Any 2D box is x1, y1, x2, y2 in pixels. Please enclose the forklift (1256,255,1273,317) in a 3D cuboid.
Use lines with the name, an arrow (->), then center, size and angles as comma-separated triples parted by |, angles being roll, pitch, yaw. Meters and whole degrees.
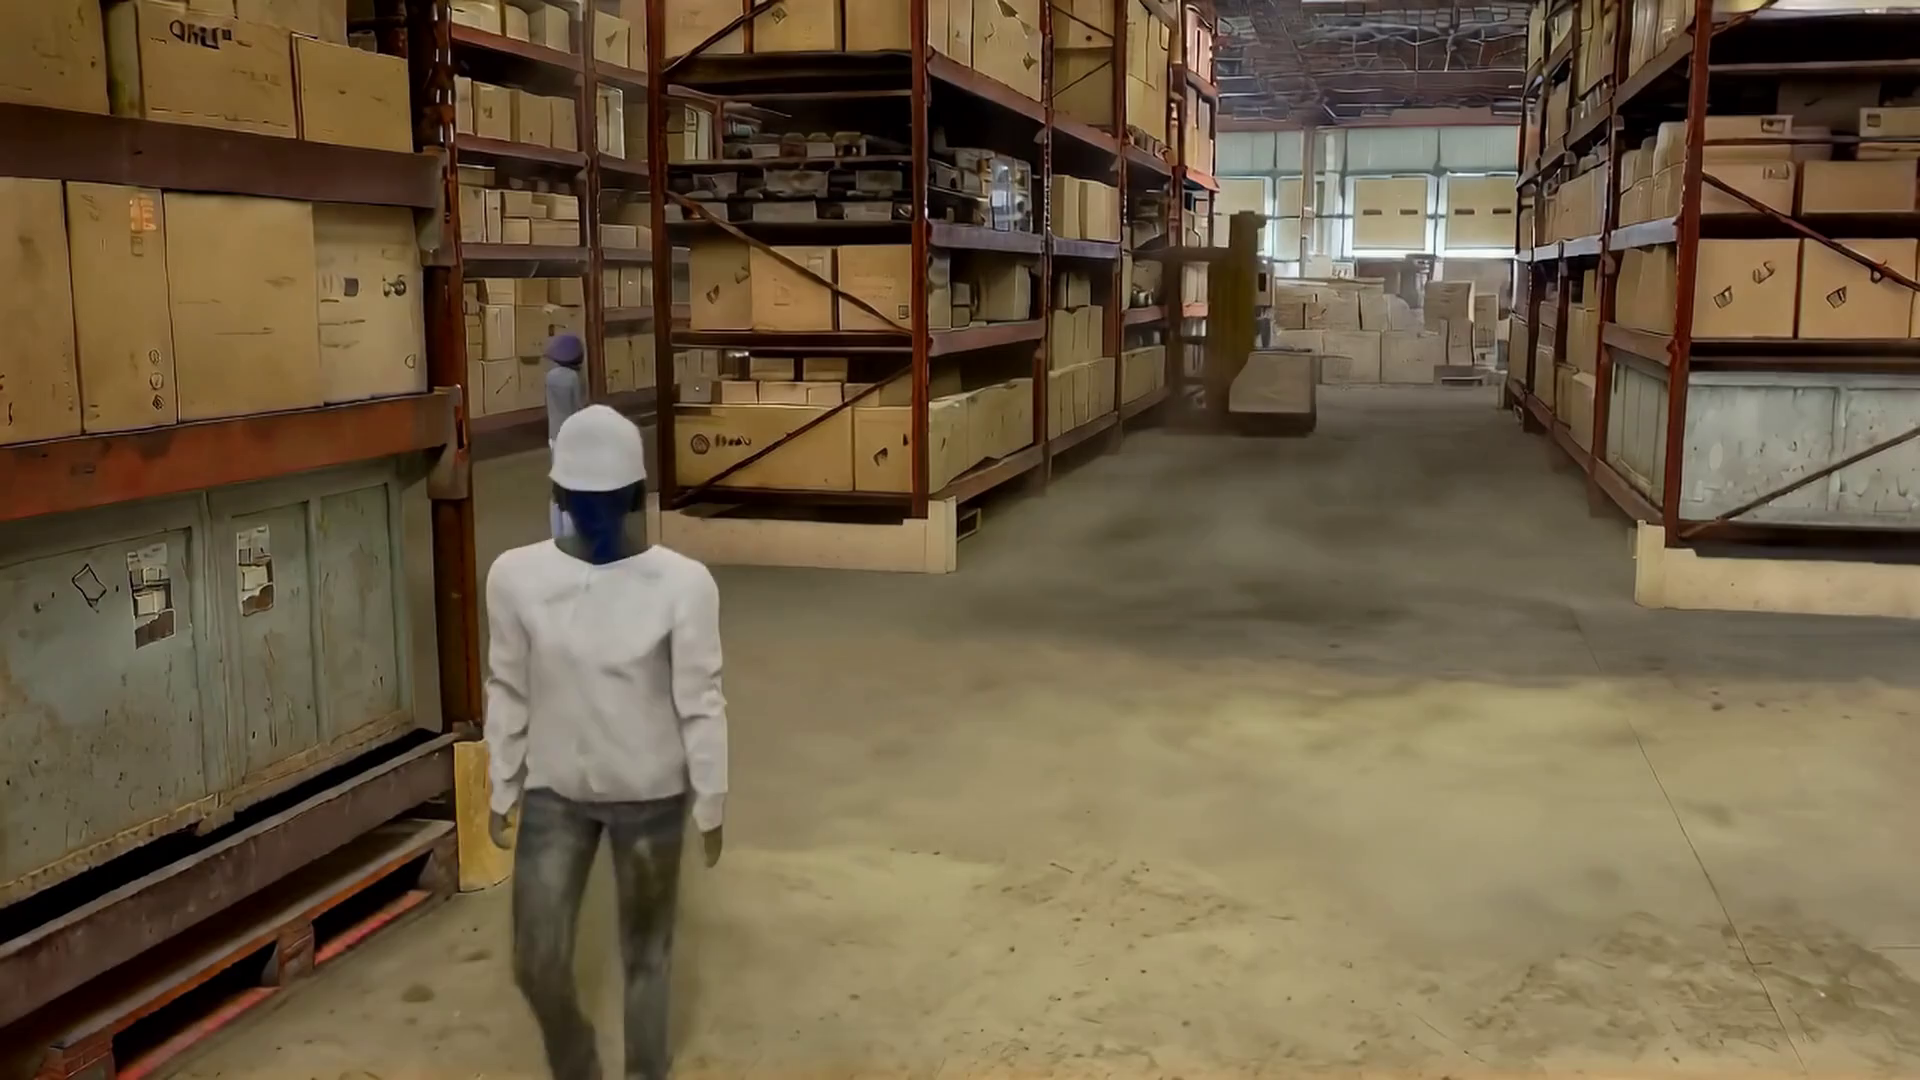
forklift -> 10.551, -8.662, 58.805 | 1.129, 2.768, 1.873 | 2, 9, 15

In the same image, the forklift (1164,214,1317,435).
forklift -> 3.689, -2.811, 21.629 | 1.873, 2.768, 1.129 | 2, 9, 15

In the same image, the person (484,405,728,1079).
person -> -0.786, 0.574, 3.690 | 0.556, 1.748, 0.424 | 0, 9, 0

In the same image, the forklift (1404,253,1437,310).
forklift -> 14.951, -7.917, 54.071 | 1.129, 2.768, 1.873 | -2, 9, -11

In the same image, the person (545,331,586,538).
person -> -2.887, -0.720, 12.294 | 0.278, 1.634, 0.497 | -7, 11, -37

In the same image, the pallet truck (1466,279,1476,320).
pallet truck -> 18.896, -8.459, 60.307 | 1.885, 1.965, 0.823 | 5, 10, 31
